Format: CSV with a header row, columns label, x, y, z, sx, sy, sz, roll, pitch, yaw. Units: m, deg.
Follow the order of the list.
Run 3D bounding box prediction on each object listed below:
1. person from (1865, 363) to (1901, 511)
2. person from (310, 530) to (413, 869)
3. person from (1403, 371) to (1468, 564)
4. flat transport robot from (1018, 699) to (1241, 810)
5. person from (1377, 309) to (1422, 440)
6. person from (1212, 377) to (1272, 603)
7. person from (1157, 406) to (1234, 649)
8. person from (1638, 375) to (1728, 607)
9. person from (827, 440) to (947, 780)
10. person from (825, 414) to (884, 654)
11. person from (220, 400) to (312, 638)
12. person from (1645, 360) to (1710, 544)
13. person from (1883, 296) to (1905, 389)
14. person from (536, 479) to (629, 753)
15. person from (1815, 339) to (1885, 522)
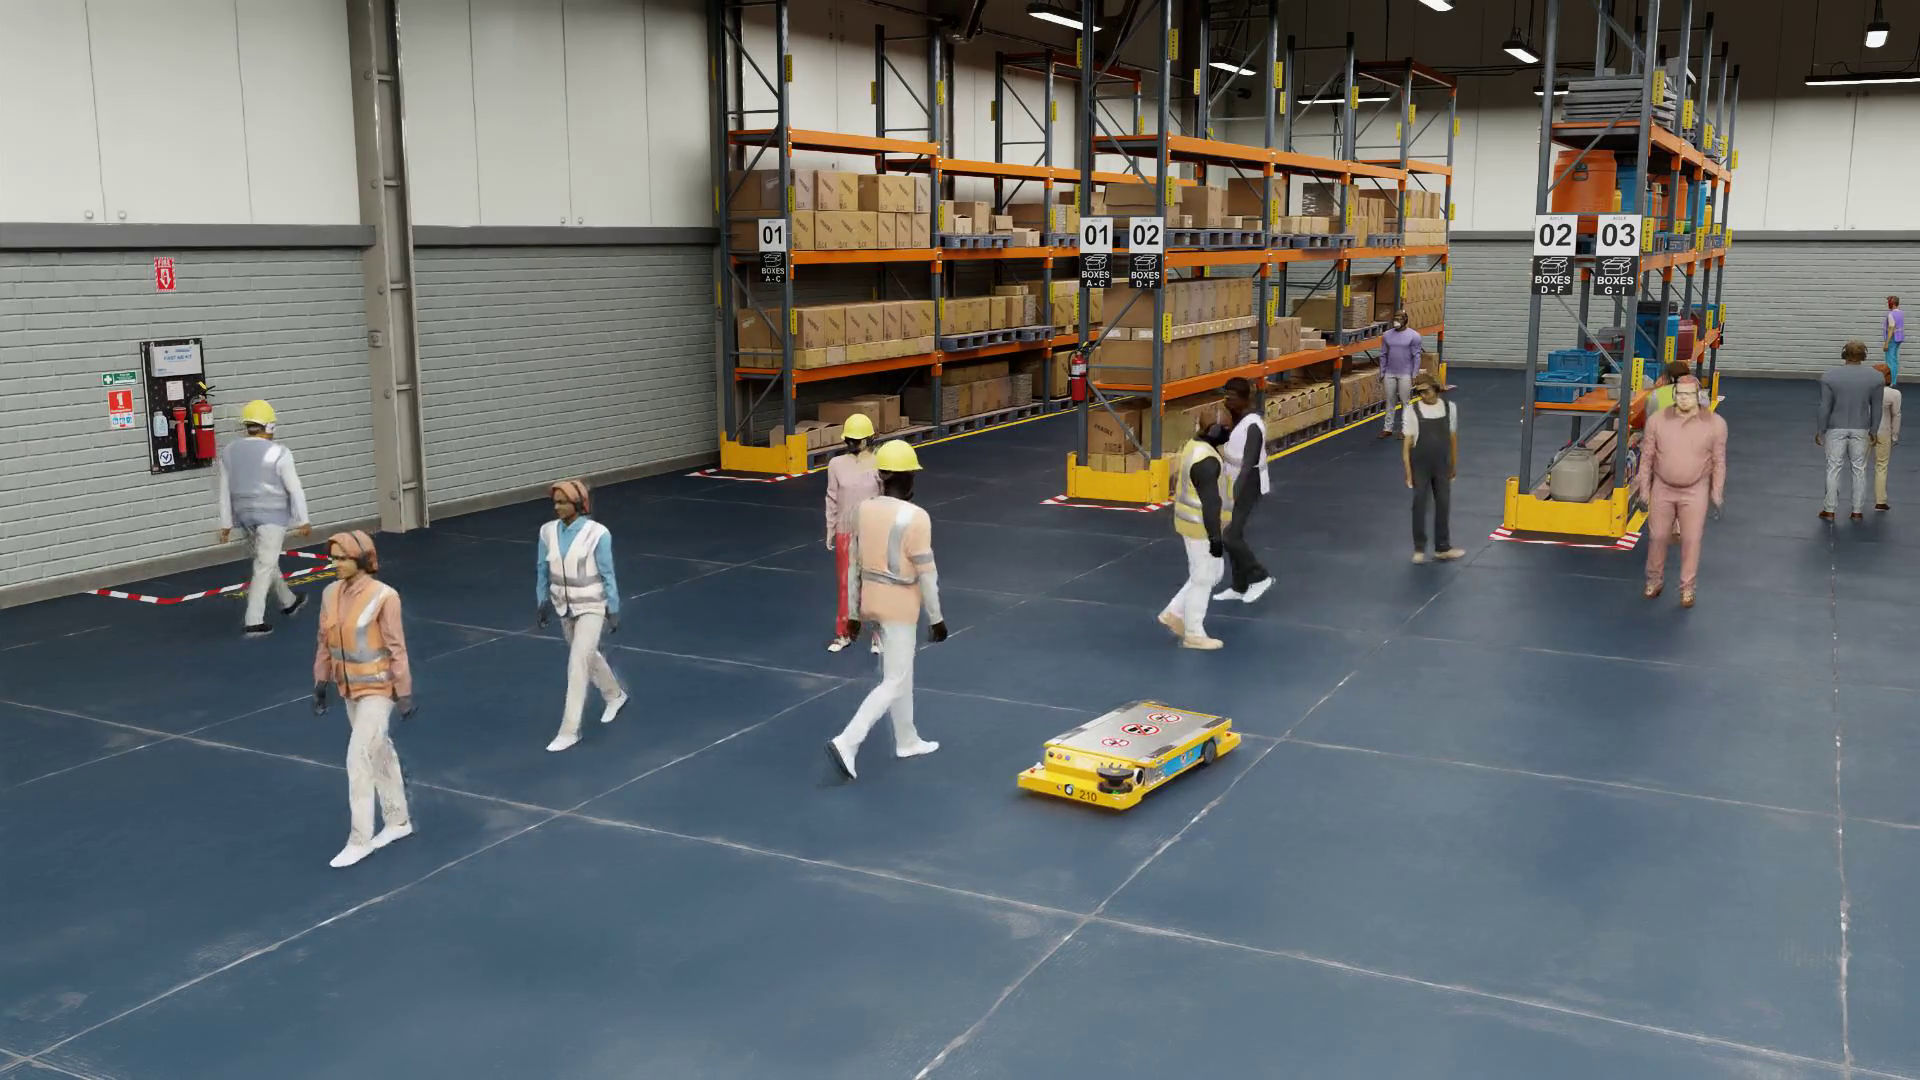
label,x,y,z,sx,sy,sz,roll,pitch,yaw
person,10.132,-1.143,18.428,0.498,1.634,0.281,10,14,42
person,-2.964,0.763,8.073,0.536,1.610,0.680,7,12,33
person,4.393,-0.666,15.374,0.679,1.803,0.443,-1,10,-7
flat transport robot,0.991,1.187,9.444,0.652,0.197,1.431,7,13,34
person,6.532,-2.459,24.772,0.638,1.938,0.356,9,14,40
person,2.286,-0.392,13.619,0.453,1.895,0.606,-2,11,-10
person,1.765,-0.074,12.123,0.452,1.814,0.635,1,10,6
person,5.922,-0.408,13.684,0.653,1.906,0.404,6,12,29
person,-0.434,0.386,9.394,0.829,1.899,0.587,-9,13,-39
person,-0.730,-0.043,12.092,0.523,1.761,0.328,2,11,12
person,-5.331,-0.188,12.824,0.618,1.776,0.965,2,11,13
person,7.077,-0.856,16.388,0.471,1.809,0.655,-10,14,-44
person,18.512,-3.919,33.011,0.563,1.839,0.393,-10,14,-43
person,-2.277,0.404,10.076,0.527,1.599,0.833,5,12,27
person,9.438,-1.160,17.693,0.628,1.939,0.374,3,11,16
